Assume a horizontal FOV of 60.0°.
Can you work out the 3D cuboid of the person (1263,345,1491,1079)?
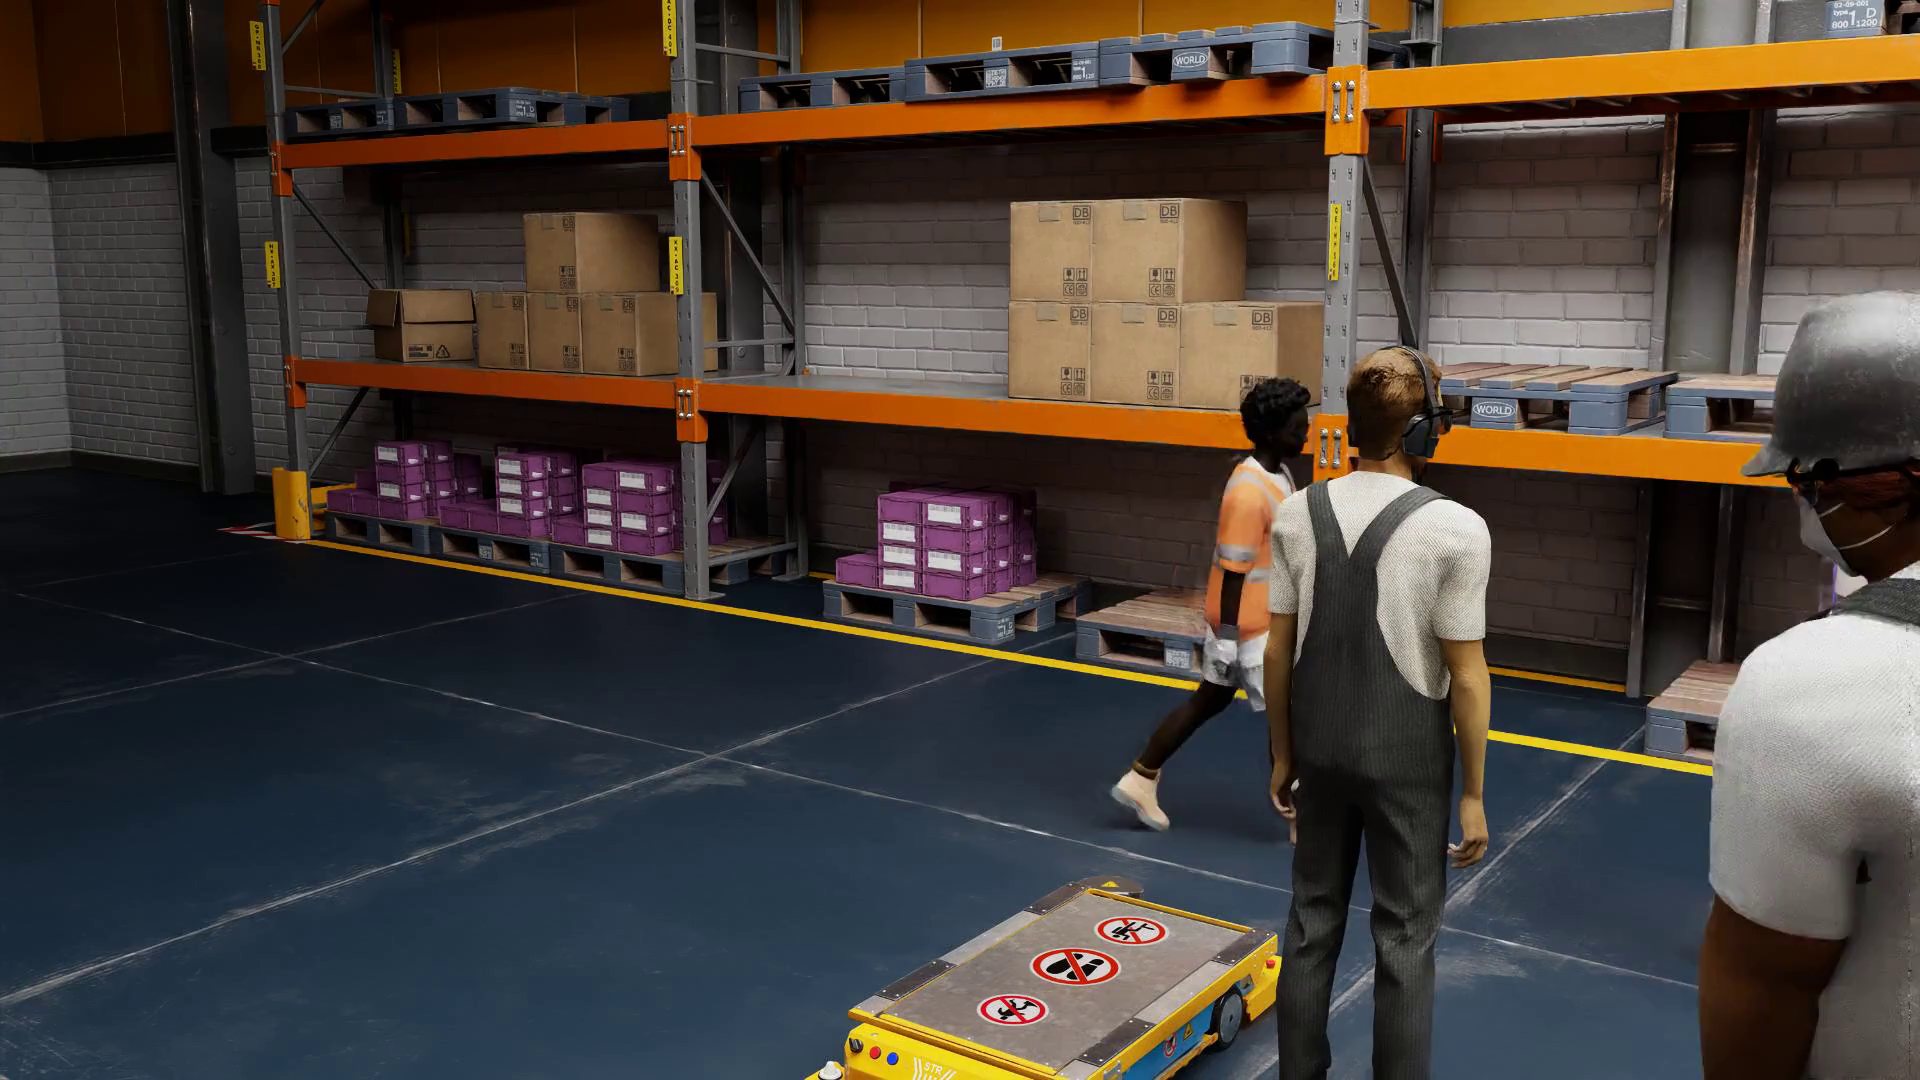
[{"bbox_3d":[0.900,0.504,3.619,0.516,1.843,0.327,8,13,41],"label":"person"}]

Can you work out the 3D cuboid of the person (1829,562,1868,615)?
[{"bbox_3d":[2.383,0.413,4.253,0.575,1.812,0.900,-7,12,-34],"label":"person"}]

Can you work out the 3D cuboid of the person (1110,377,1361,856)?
[{"bbox_3d":[0.925,0.256,5.688,0.854,1.654,0.583,3,10,19],"label":"person"}]

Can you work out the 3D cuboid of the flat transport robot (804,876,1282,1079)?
[{"bbox_3d":[0.254,1.194,4.191,0.652,0.197,1.431,7,12,35],"label":"flat transport robot"}]
